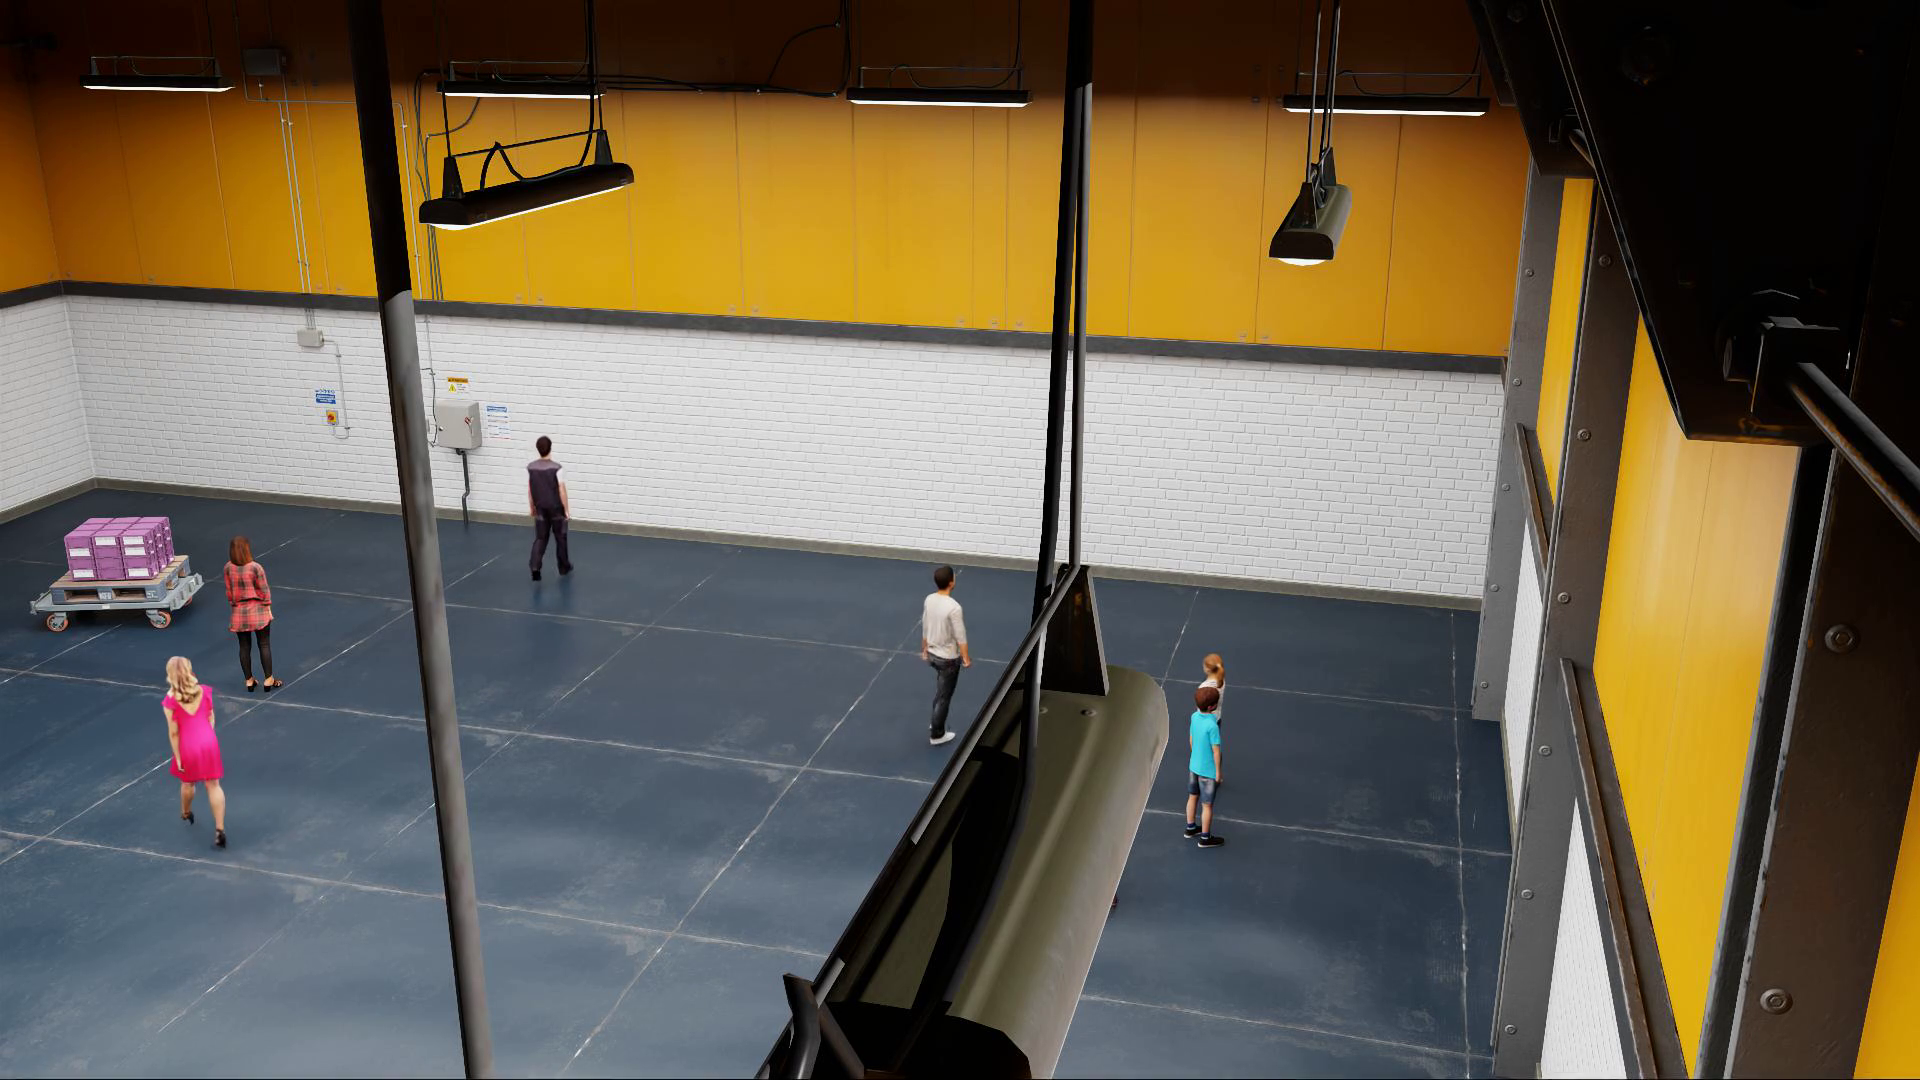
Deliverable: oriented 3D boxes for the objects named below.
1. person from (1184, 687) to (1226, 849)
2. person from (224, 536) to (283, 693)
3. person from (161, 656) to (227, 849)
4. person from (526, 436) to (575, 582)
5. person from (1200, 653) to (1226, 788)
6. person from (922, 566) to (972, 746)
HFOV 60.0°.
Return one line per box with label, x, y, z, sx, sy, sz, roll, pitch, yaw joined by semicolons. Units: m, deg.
person;2.091;1.921;14.254;0.653;1.449;0.589;-10;21;-27
person;-7.379;0.763;17.295;0.648;1.704;0.608;1;19;4
person;-6.452;1.825;14.150;1.015;1.697;0.984;-15;24;-38
person;-5.070;-0.352;20.407;0.733;1.829;1.046;3;19;9
person;2.301;1.658;15.243;0.554;1.315;0.623;-16;24;-39
person;-0.219;1.142;16.019;0.816;1.799;0.776;-14;23;-36
